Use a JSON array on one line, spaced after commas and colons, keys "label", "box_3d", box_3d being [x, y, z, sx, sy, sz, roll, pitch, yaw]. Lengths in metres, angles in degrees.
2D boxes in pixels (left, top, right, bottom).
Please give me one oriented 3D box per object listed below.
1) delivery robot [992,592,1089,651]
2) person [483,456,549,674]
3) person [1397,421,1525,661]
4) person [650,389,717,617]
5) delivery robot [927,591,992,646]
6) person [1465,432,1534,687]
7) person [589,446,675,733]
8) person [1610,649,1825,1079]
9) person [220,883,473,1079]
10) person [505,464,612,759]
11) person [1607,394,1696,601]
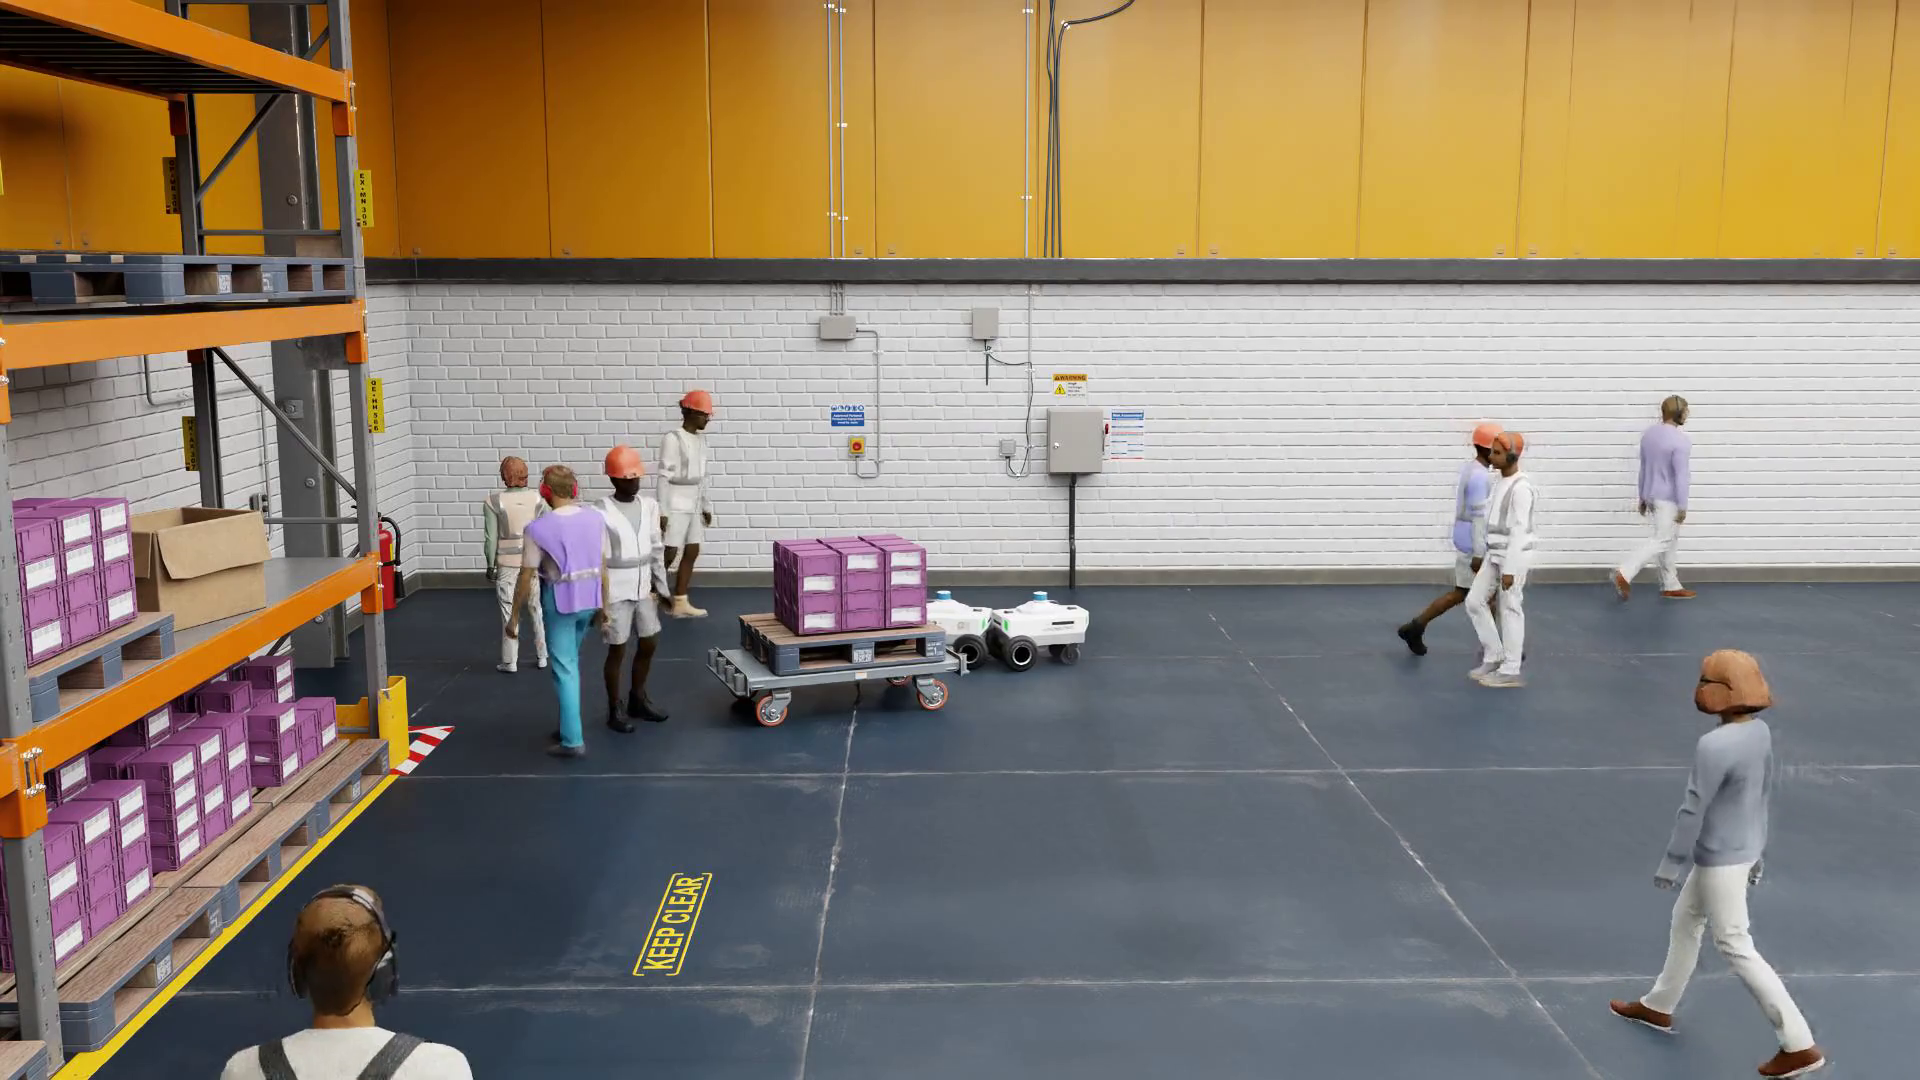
[{"label": "delivery robot", "box_3d": [0.619, 0.640, 12.757, 0.707, 0.478, 0.477, -3, 10, -17]}, {"label": "person", "box_3d": [-3.315, 0.189, 12.502, 0.514, 1.639, 0.309, -6, 11, -33]}, {"label": "person", "box_3d": [3.891, 0.008, 12.843, 0.912, 1.897, 0.577, 3, 10, 16]}, {"label": "person", "box_3d": [-2.384, -0.293, 14.333, 0.607, 2.016, 0.673, 4, 10, 24]}, {"label": "delivery robot", "box_3d": [-0.121, 0.635, 12.788, 0.707, 0.478, 0.477, 1, 9, 9]}, {"label": "person", "box_3d": [3.877, 0.152, 12.010, 0.494, 1.867, 0.603, 0, 9, -1]}, {"label": "person", "box_3d": [-2.173, 0.328, 10.798, 0.512, 1.911, 0.596, 7, 12, 38]}, {"label": "person", "box_3d": [2.946, 1.213, 6.345, 0.823, 1.599, 0.509, 9, 13, 43]}, {"label": "person", "box_3d": [-1.239, 1.593, 3.379, 0.520, 1.812, 0.937, -1, 9, -4]}, {"label": "person", "box_3d": [-2.511, 0.437, 10.372, 0.599, 1.822, 0.595, 7, 11, 35]}, {"label": "person", "box_3d": [6.329, -0.367, 15.100, 0.886, 1.914, 0.638, -1, 9, -9]}]
